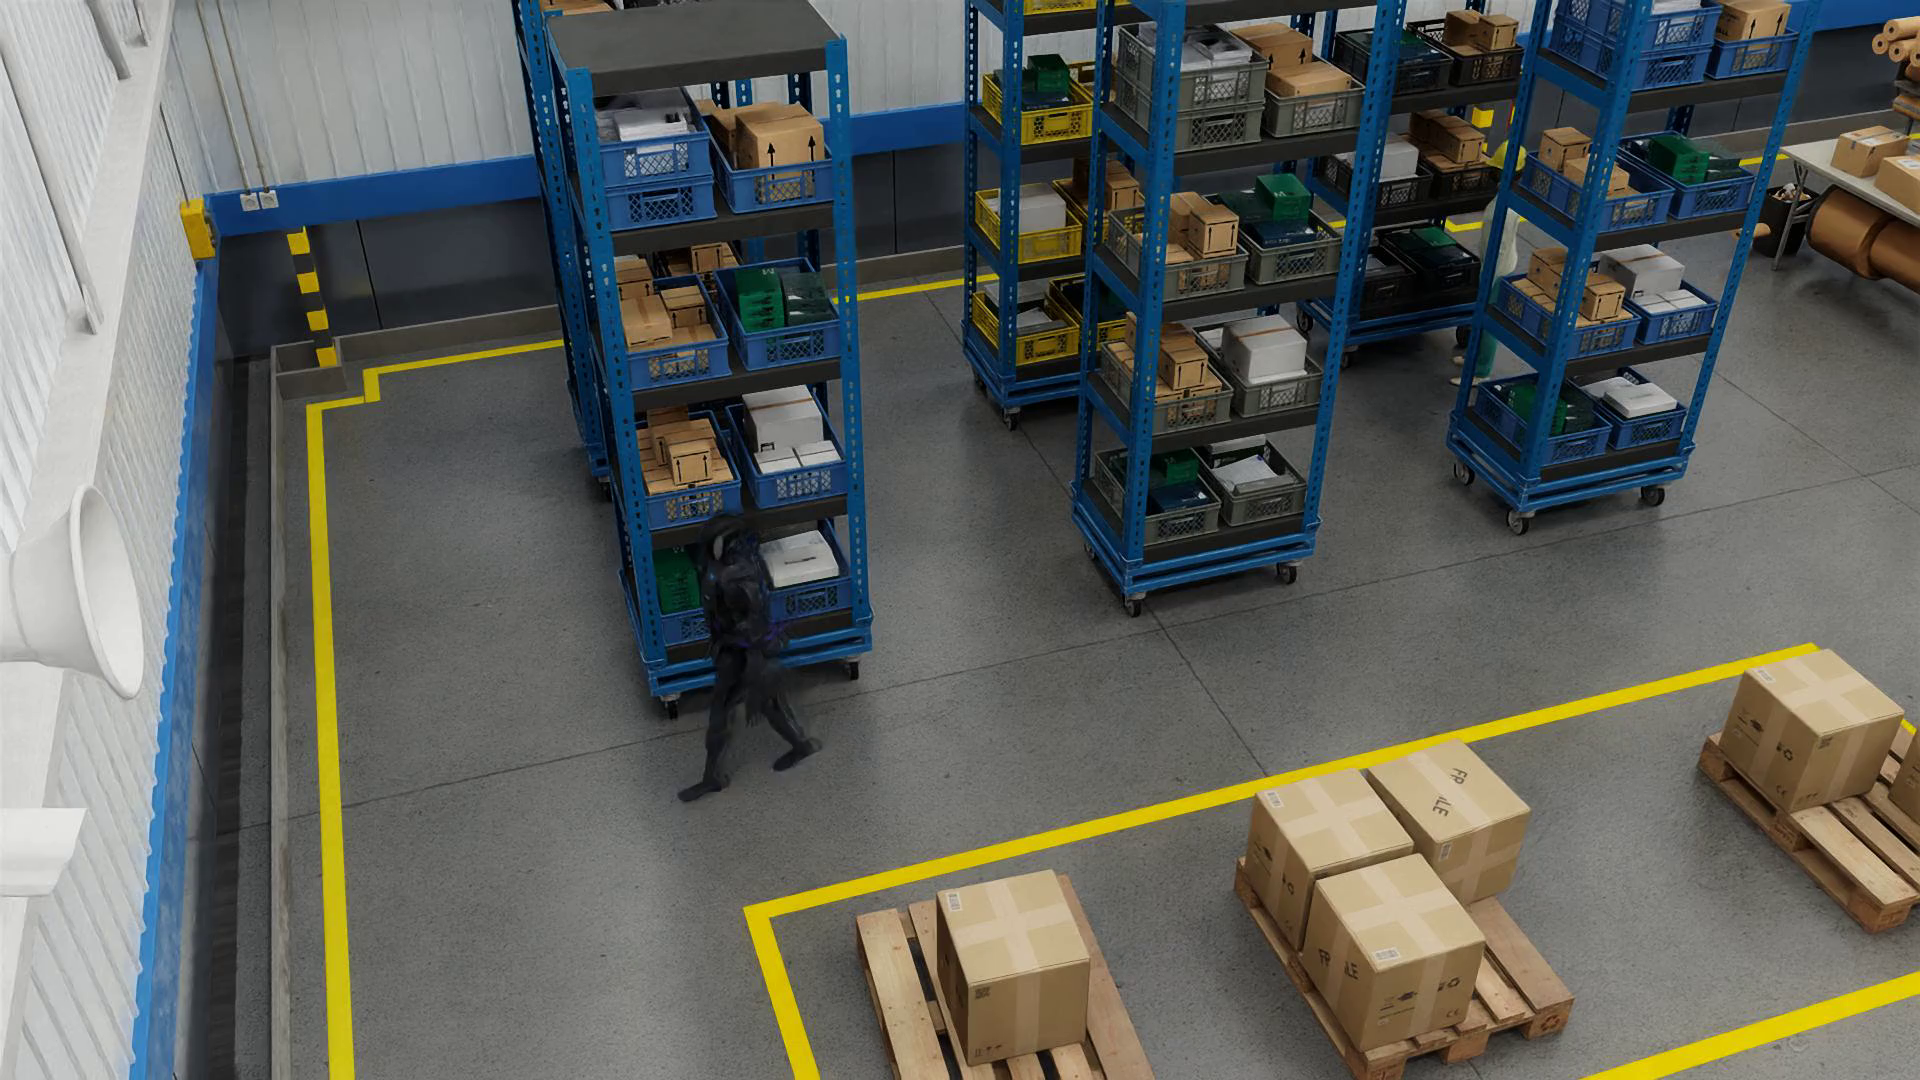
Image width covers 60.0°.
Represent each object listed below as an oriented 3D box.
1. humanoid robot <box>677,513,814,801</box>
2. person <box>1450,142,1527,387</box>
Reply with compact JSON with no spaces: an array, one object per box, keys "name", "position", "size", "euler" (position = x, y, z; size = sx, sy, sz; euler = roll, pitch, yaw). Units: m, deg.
[{"name":"humanoid robot","position":[-1.067,0.563,8.083],"size":[0.768,1.630,0.614],"euler":[-28,44,-33]},{"name":"person","position":[3.649,-1.881,11.421],"size":[0.322,1.769,0.523],"euler":[12,37,16]}]
